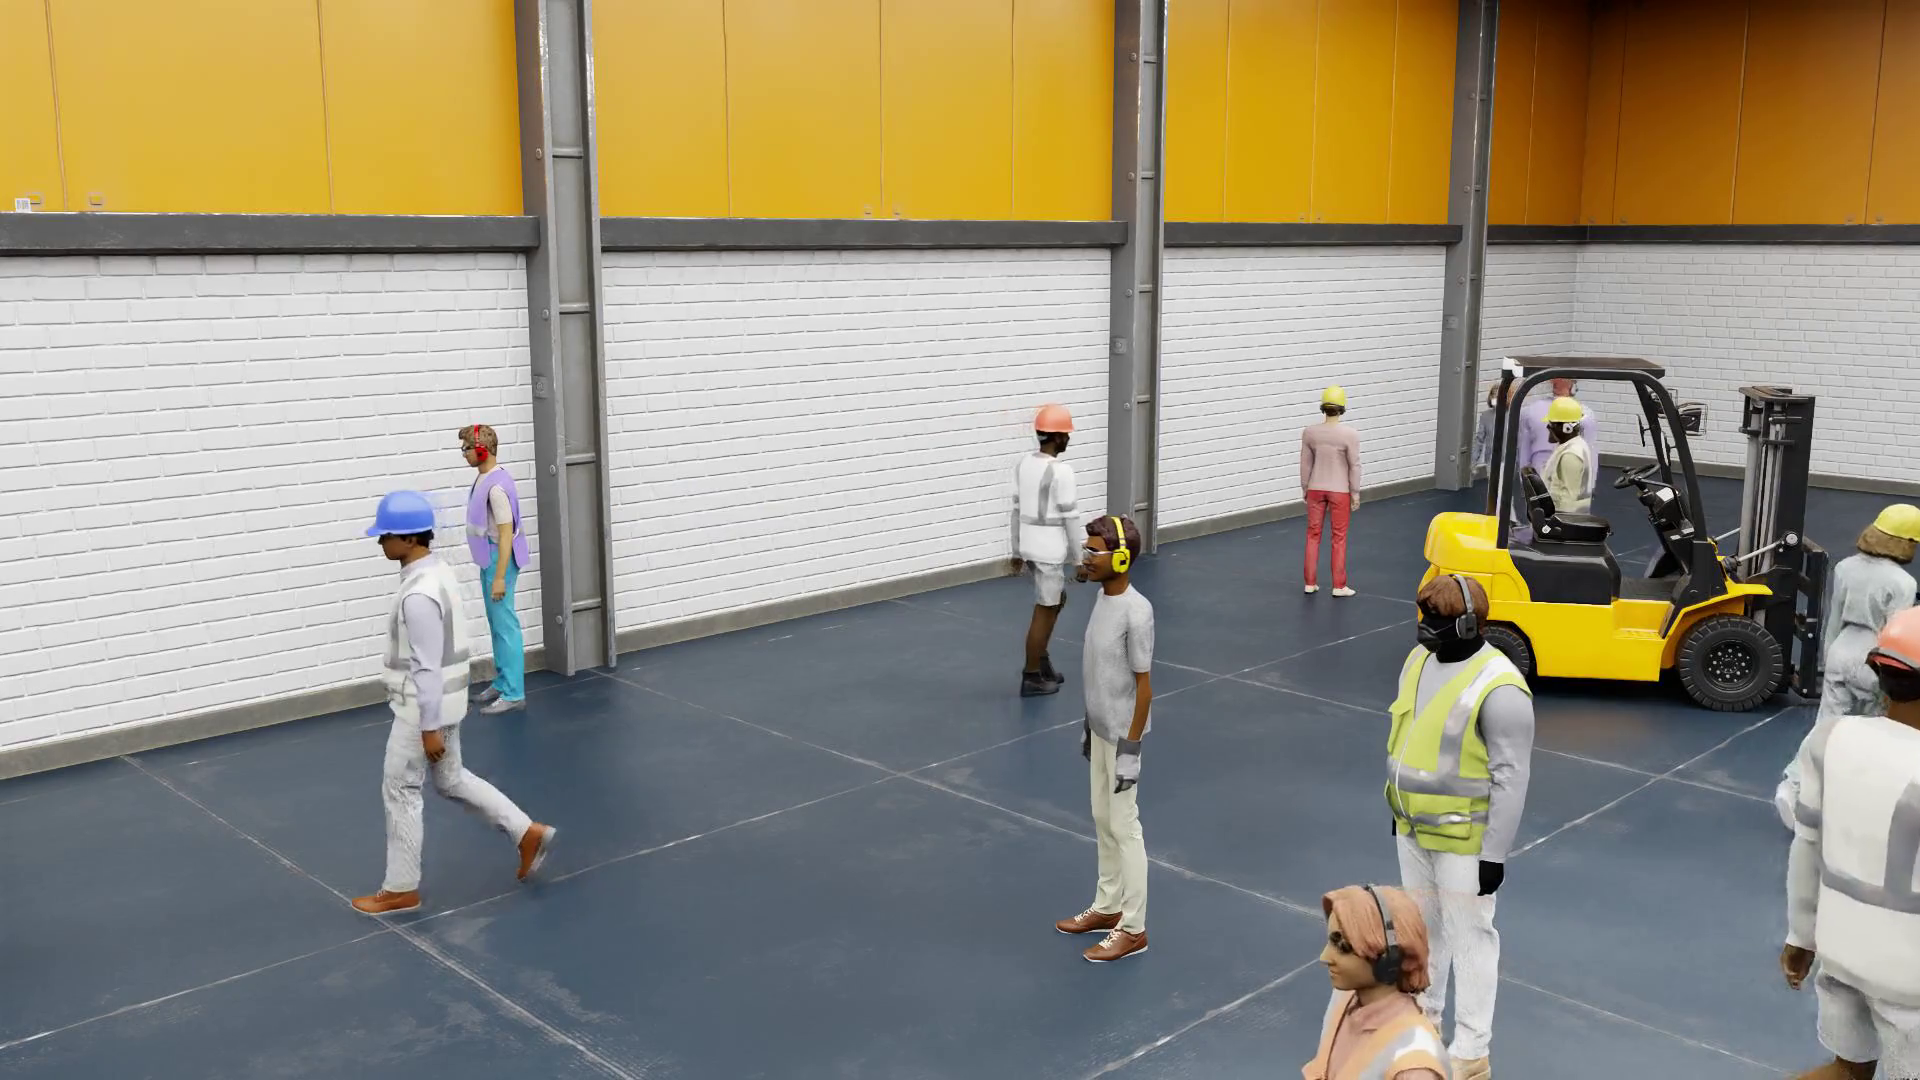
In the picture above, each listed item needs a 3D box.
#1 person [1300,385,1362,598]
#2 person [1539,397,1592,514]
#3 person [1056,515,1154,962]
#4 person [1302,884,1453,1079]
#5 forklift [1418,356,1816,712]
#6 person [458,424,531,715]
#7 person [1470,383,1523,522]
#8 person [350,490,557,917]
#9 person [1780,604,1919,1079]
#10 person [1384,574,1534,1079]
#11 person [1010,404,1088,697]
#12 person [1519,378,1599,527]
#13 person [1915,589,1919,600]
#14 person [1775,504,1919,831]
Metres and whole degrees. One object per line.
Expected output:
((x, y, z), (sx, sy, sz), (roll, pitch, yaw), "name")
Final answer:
((3.092, -0.403, 13.881), (0.533, 1.772, 0.298), (7, 13, 35), "person")
((4.462, -0.148, 12.351), (0.404, 1.826, 0.593), (4, 11, 21), "person")
((0.626, 0.824, 6.947), (0.328, 1.861, 0.514), (-3, 11, -17), "person")
((0.890, 1.539, 3.663), (0.363, 1.625, 0.539), (-1, 10, -3), "person")
((4.276, -0.101, 11.076), (2.313, 2.155, 1.214), (2, 11, 13), "forklift")
((-2.922, 0.181, 10.512), (0.396, 1.837, 0.565), (-4, 11, -23), "person")
((5.287, -0.752, 16.282), (0.867, 1.588, 0.520), (-7, 12, -33), "person")
((-2.290, 0.713, 7.400), (0.828, 1.920, 0.618), (-2, 11, -9), "person")
((2.533, 1.165, 4.636), (0.658, 2.024, 0.619), (-2, 11, -12), "person")
((1.723, 1.023, 5.911), (0.429, 1.841, 0.634), (-3, 11, -18), "person")
((0.607, 0.074, 10.871), (0.586, 1.916, 0.546), (-5, 12, -27), "person")
((5.090, -0.514, 14.164), (0.464, 1.895, 0.657), (-9, 14, -41), "person")
((8.269, -0.332, 13.286), (1.006, 1.846, 0.642), (-2, 11, -11), "person")
((4.467, 0.655, 8.341), (0.776, 1.698, 0.501), (-4, 11, -19), "person")
